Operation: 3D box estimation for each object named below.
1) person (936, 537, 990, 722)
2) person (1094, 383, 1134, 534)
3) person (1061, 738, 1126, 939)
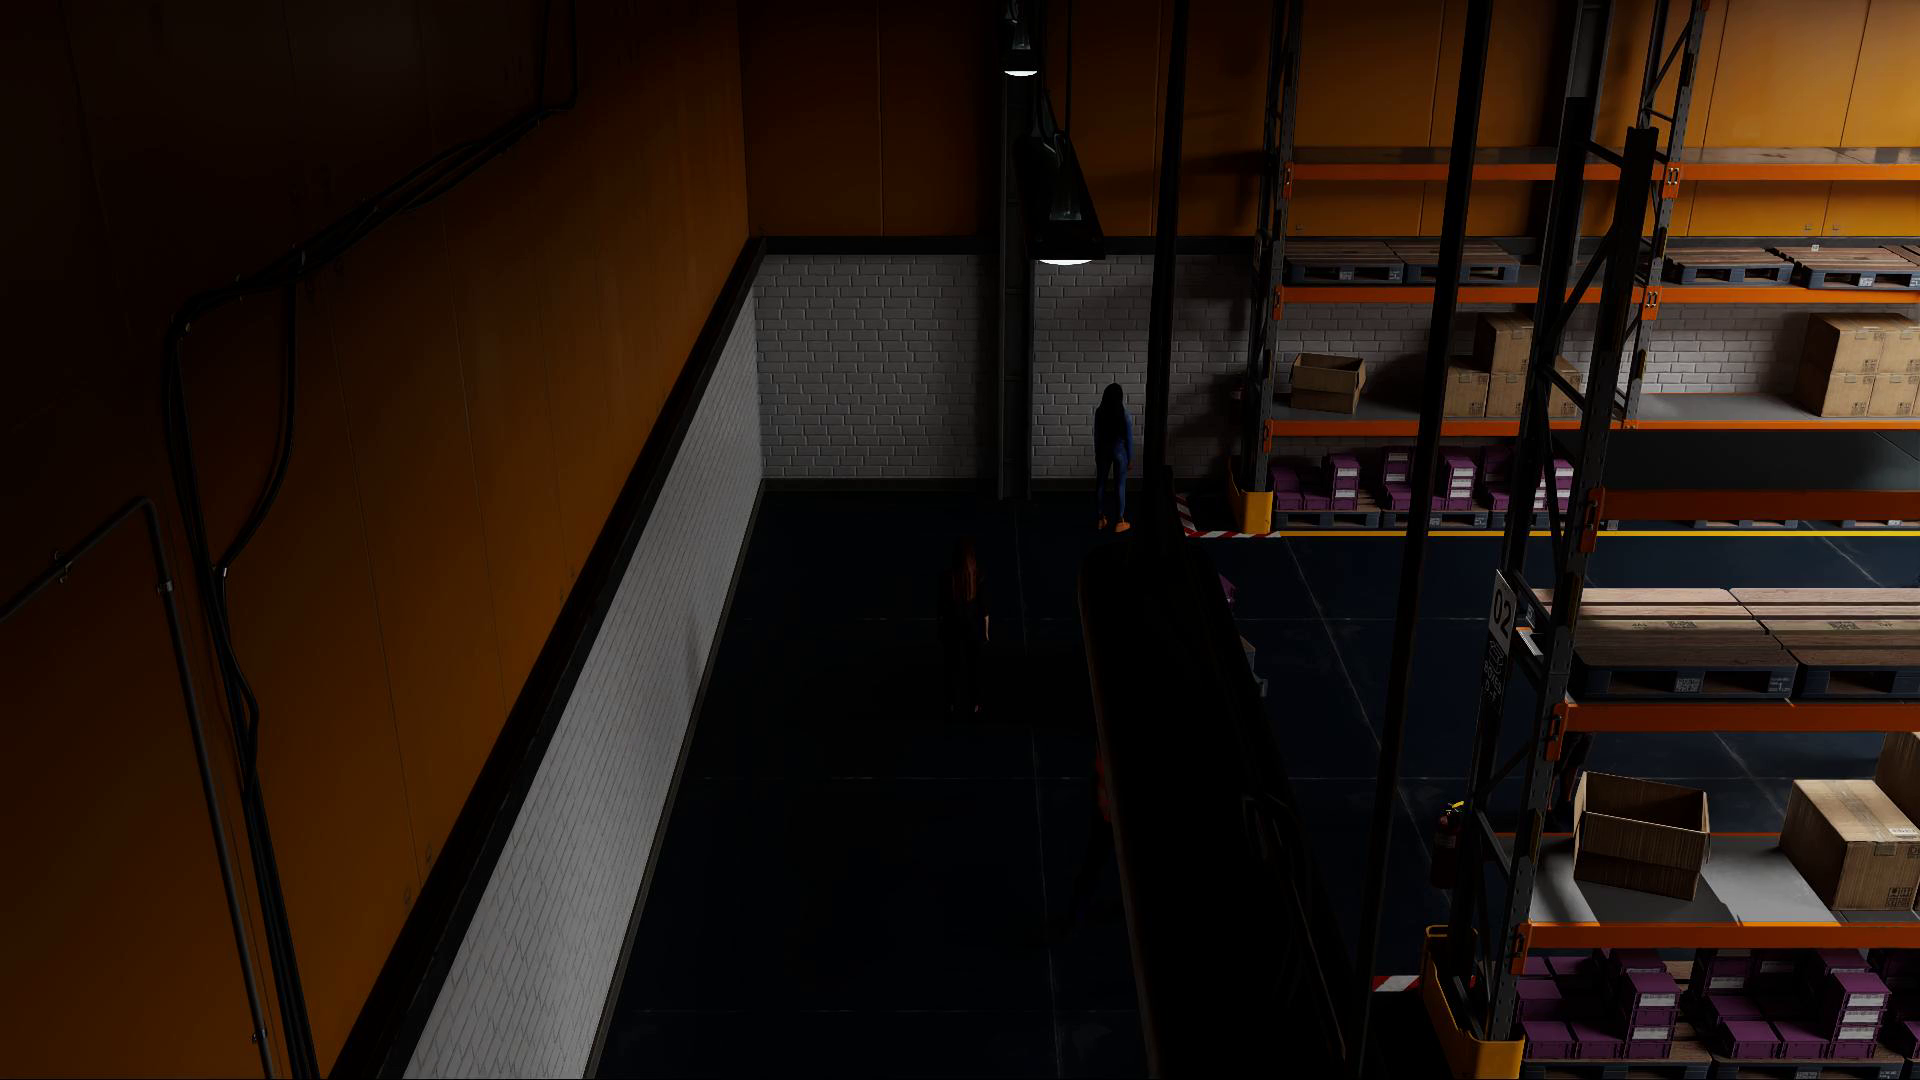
[{"bbox_3d":[0.012,0.781,14.553,0.478,1.710,0.679,1,24,3],"label":"person"},{"bbox_3d":[1.686,-0.920,18.440,0.606,1.713,0.732,12,26,25],"label":"person"},{"bbox_3d":[1.212,1.941,11.758,1.199,1.823,1.141,17,29,34],"label":"person"}]
